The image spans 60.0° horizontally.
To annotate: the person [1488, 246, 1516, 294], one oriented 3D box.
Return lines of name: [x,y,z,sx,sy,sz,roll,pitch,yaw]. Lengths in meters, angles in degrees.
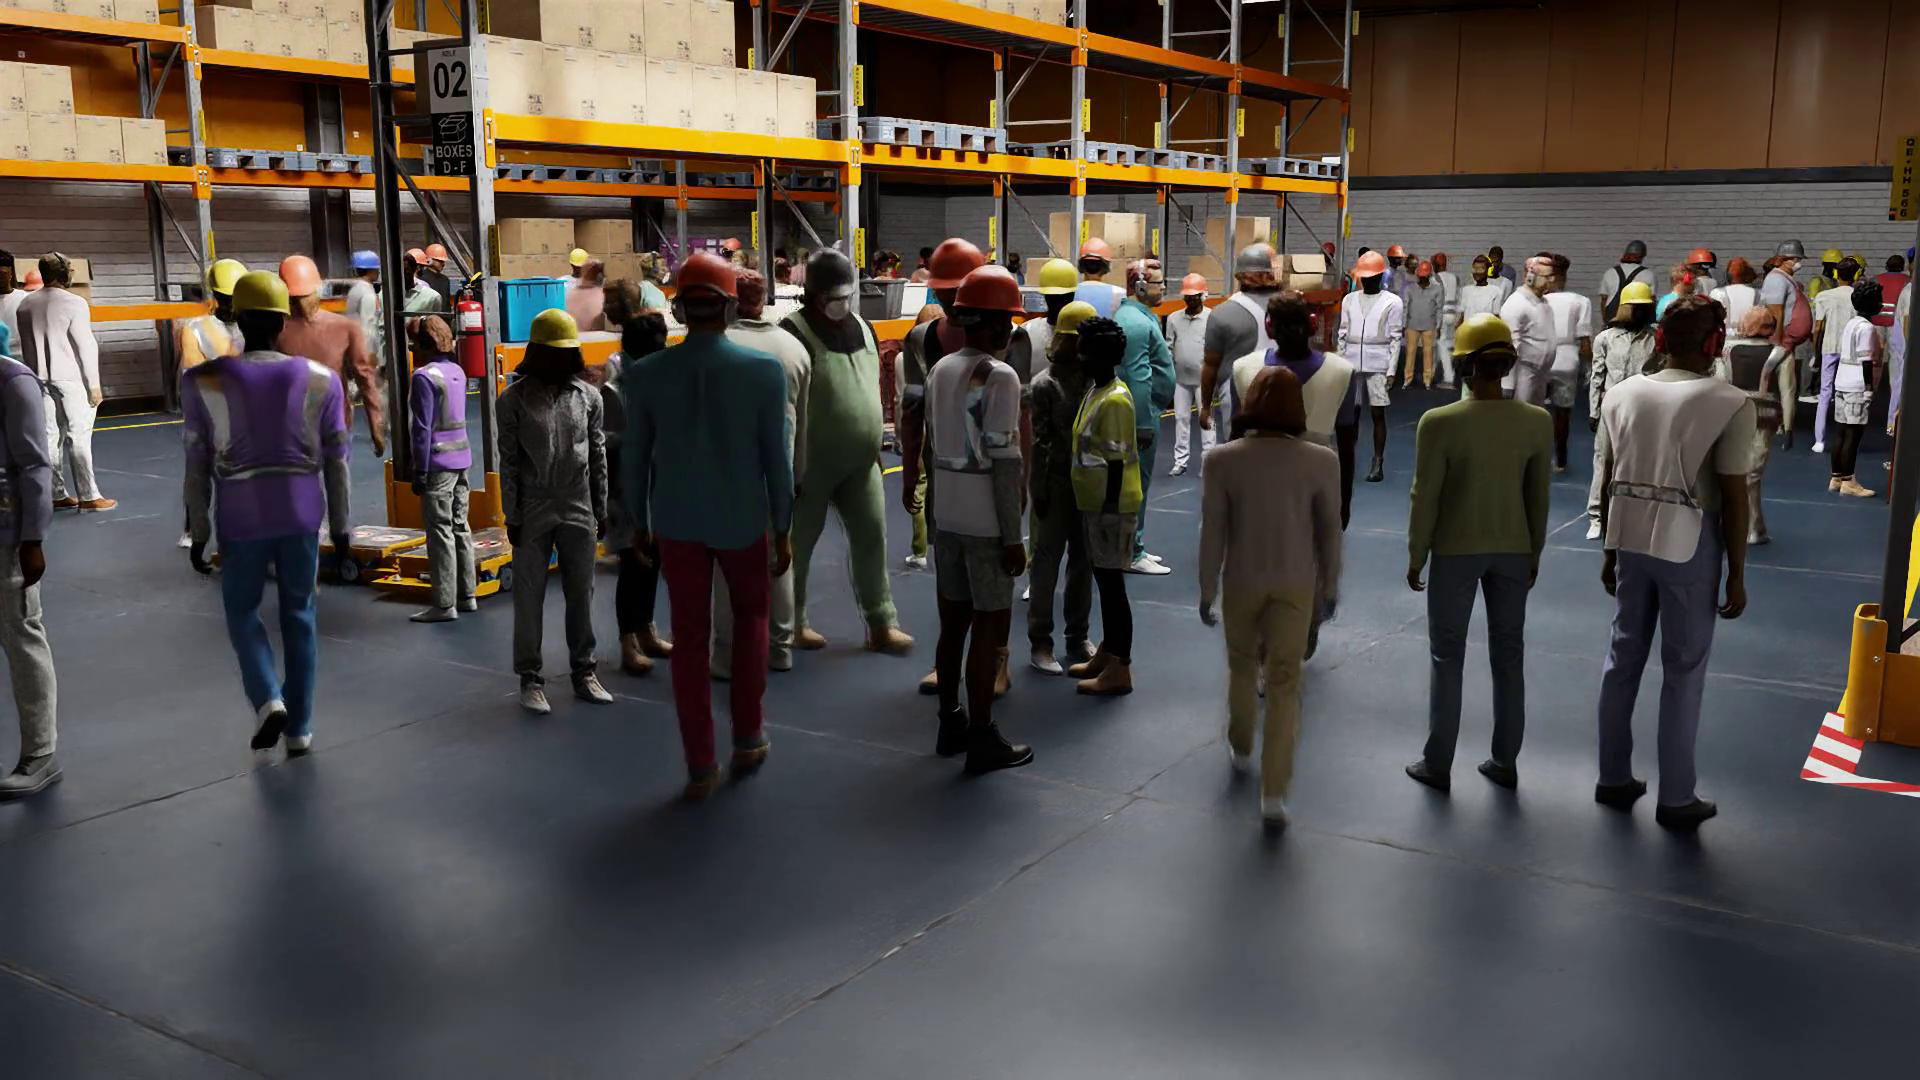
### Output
person: [8.487,-3.698,26.424,0.627,1.933,0.369,-1,10,-5]

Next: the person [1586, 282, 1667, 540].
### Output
person: [4.486,-0.851,11.178,0.492,1.743,0.308,3,11,14]

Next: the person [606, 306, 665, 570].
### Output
person: [-1.924,-0.607,10.135,0.322,1.627,0.536,10,14,43]

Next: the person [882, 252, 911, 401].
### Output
person: [-0.844,-2.644,20.749,0.519,1.874,0.331,4,11,20]

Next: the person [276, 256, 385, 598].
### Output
person: [-3.686,-0.649,9.532,0.707,1.920,1.023,-4,11,-19]

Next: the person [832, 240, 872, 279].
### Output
person: [-1.276,-2.242,18.051,0.679,2.000,0.537,4,11,21]

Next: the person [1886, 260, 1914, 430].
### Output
person: [10.086,-2.068,17.666,0.349,1.836,0.517,6,12,30]

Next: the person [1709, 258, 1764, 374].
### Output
person: [8.088,-2.004,17.301,0.552,1.852,0.896,-1,10,-6]

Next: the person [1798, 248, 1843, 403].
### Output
person: [10.768,-2.664,20.739,0.591,1.919,0.397,-8,13,-38]

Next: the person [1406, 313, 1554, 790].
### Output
person: [1.899,0.051,6.136,0.527,1.761,0.340,-1,10,-6]

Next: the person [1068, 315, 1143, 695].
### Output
person: [0.650,-0.156,7.473,0.318,1.691,0.537,-1,10,-4]

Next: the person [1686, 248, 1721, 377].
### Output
person: [8.390,-2.349,18.971,0.538,1.930,0.378,-6,12,-29]

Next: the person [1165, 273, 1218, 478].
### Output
person: [1.988,-1.398,14.197,0.566,1.744,0.350,7,12,32]

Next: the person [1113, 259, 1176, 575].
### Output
person: [1.112,-0.750,10.159,0.407,1.908,0.641,0,10,0]

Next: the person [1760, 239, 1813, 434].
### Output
person: [8.649,-2.136,17.468,0.535,2.000,0.686,5,11,27]

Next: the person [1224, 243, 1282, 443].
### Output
person: [2.144,-1.153,12.144,0.379,1.996,0.608,8,13,37]

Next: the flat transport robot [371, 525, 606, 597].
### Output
flat transport robot: [-2.789,0.104,9.961,0.652,0.197,1.431,4,11,20]

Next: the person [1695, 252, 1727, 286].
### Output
person: [11.503,-3.512,25.650,0.625,1.840,0.430,-6,12,-30]

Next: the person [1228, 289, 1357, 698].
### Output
person: [1.491,-0.225,7.529,0.575,1.814,0.638,3,11,18]

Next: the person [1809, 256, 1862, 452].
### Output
person: [8.378,-1.757,15.833,0.521,1.874,0.328,6,12,32]

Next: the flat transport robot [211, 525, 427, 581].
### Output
flat transport robot: [-3.797,0.059,10.209,1.431,0.197,0.652,4,11,20]

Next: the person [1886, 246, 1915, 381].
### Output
person: [13.522,-3.210,23.681,0.410,1.943,0.614,-1,10,-6]

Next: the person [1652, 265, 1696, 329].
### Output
person: [6.030,-1.430,14.222,0.387,1.806,0.682,5,11,26]

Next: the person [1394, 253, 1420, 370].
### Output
person: [6.998,-3.578,26.055,0.507,1.825,0.633,-1,10,-3]

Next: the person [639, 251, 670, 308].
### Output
person: [-2.715,-1.557,14.599,0.392,1.930,0.626,-4,11,-22]

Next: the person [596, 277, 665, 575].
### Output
person: [-1.888,-0.665,10.017,0.663,1.800,0.507,-4,11,-20]

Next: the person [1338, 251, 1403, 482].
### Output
person: [3.419,-1.453,13.983,0.543,1.933,0.364,7,12,33]

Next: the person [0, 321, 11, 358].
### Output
person: [-7.707,-1.179,12.997,0.354,1.738,0.577,7,12,33]

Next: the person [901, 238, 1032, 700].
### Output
person: [0.017,-0.304,7.353,0.613,2.033,0.411,4,11,21]

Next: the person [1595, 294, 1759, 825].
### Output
person: [2.460,0.071,5.806,0.390,1.837,0.561,-6,12,-32]

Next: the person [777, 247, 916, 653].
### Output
person: [-0.585,-0.439,8.065,0.843,2.000,0.753,10,14,44]

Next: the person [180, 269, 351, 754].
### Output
person: [-2.691,-0.093,6.502,0.605,1.908,0.424,-5,12,-28]

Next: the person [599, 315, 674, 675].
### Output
person: [-1.473,-0.215,7.831,0.476,1.674,0.534,7,12,35]
